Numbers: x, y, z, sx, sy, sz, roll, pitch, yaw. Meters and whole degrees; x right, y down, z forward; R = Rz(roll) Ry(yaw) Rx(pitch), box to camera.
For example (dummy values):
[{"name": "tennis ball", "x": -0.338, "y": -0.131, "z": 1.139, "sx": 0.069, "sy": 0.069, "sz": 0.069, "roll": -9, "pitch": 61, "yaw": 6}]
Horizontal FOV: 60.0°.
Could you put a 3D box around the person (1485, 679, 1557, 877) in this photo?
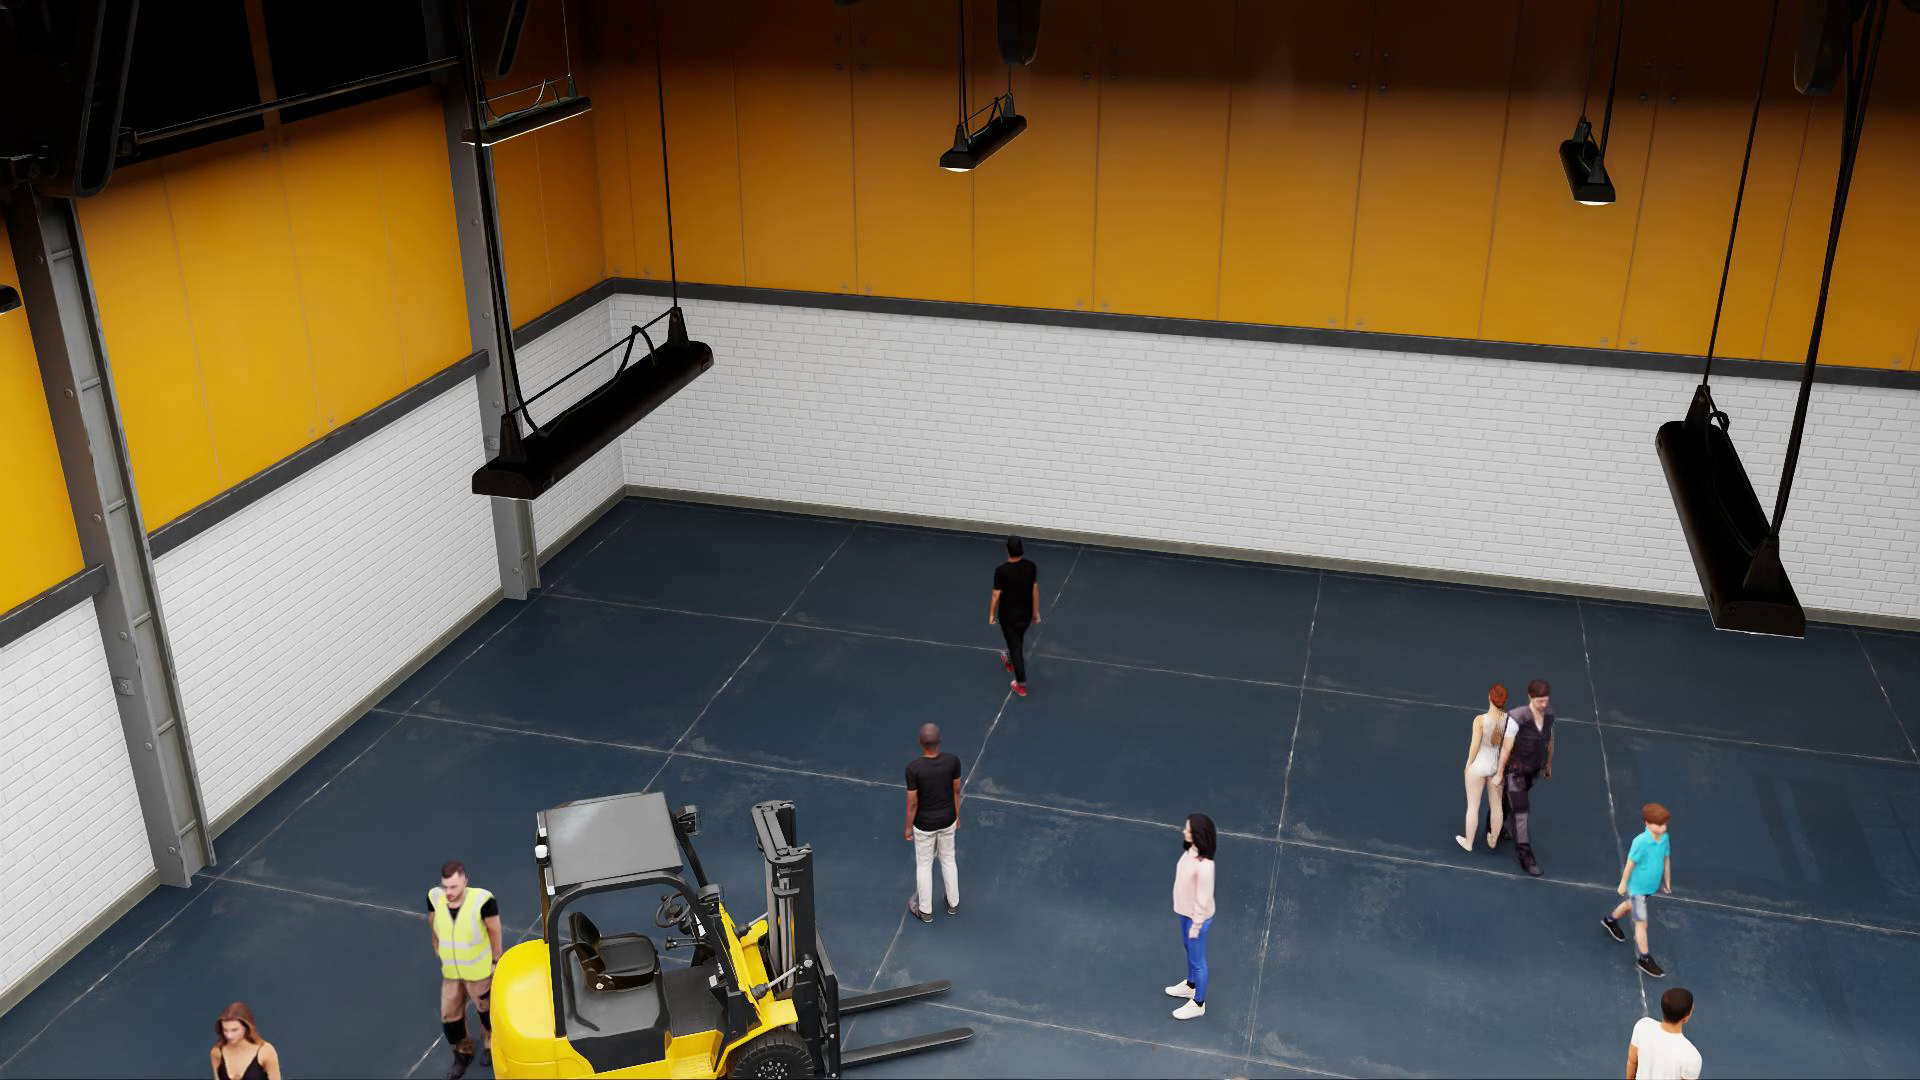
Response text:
[{"name": "person", "x": 4.885, "y": 1.990, "z": 14.640, "sx": 1.164, "sy": 1.798, "sz": 1.253, "roll": -13, "pitch": 27, "yaw": -28}]

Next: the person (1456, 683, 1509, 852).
[{"name": "person", "x": 4.688, "y": 2.017, "z": 14.772, "sx": 0.614, "sy": 1.643, "sz": 0.585, "roll": -3, "pitch": 24, "yaw": -6}]

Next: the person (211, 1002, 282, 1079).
[{"name": "person", "x": -4.594, "y": 3.689, "z": 10.866, "sx": 0.682, "sy": 1.709, "sz": 0.899, "roll": 1, "pitch": 24, "yaw": 3}]

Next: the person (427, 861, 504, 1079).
[{"name": "person", "x": -3.576, "y": 3.044, "z": 12.193, "sx": 0.794, "sy": 1.827, "sz": 0.874, "roll": 2, "pitch": 24, "yaw": 4}]

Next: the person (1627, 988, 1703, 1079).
[{"name": "person", "x": 4.518, "y": 3.671, "z": 10.794, "sx": 0.754, "sy": 1.799, "sz": 0.709, "roll": -15, "pitch": 28, "yaw": -30}]

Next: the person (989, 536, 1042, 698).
[{"name": "person", "x": 0.619, "y": 0.820, "z": 17.402, "sx": 1.039, "sy": 1.730, "sz": 1.135, "roll": -10, "pitch": 26, "yaw": -22}]

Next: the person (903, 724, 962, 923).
[{"name": "person", "x": -0.221, "y": 2.344, "z": 13.824, "sx": 0.757, "sy": 1.803, "sz": 0.799, "roll": -11, "pitch": 26, "yaw": -23}]

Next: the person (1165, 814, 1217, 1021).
[{"name": "person", "x": 1.801, "y": 2.853, "z": 12.702, "sx": 0.759, "sy": 1.769, "sz": 0.590, "roll": -1, "pitch": 24, "yaw": -2}]

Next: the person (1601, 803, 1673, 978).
[{"name": "person", "x": 5.466, "y": 2.726, "z": 13.440, "sx": 0.919, "sy": 1.411, "sz": 1.018, "roll": -11, "pitch": 26, "yaw": -23}]
